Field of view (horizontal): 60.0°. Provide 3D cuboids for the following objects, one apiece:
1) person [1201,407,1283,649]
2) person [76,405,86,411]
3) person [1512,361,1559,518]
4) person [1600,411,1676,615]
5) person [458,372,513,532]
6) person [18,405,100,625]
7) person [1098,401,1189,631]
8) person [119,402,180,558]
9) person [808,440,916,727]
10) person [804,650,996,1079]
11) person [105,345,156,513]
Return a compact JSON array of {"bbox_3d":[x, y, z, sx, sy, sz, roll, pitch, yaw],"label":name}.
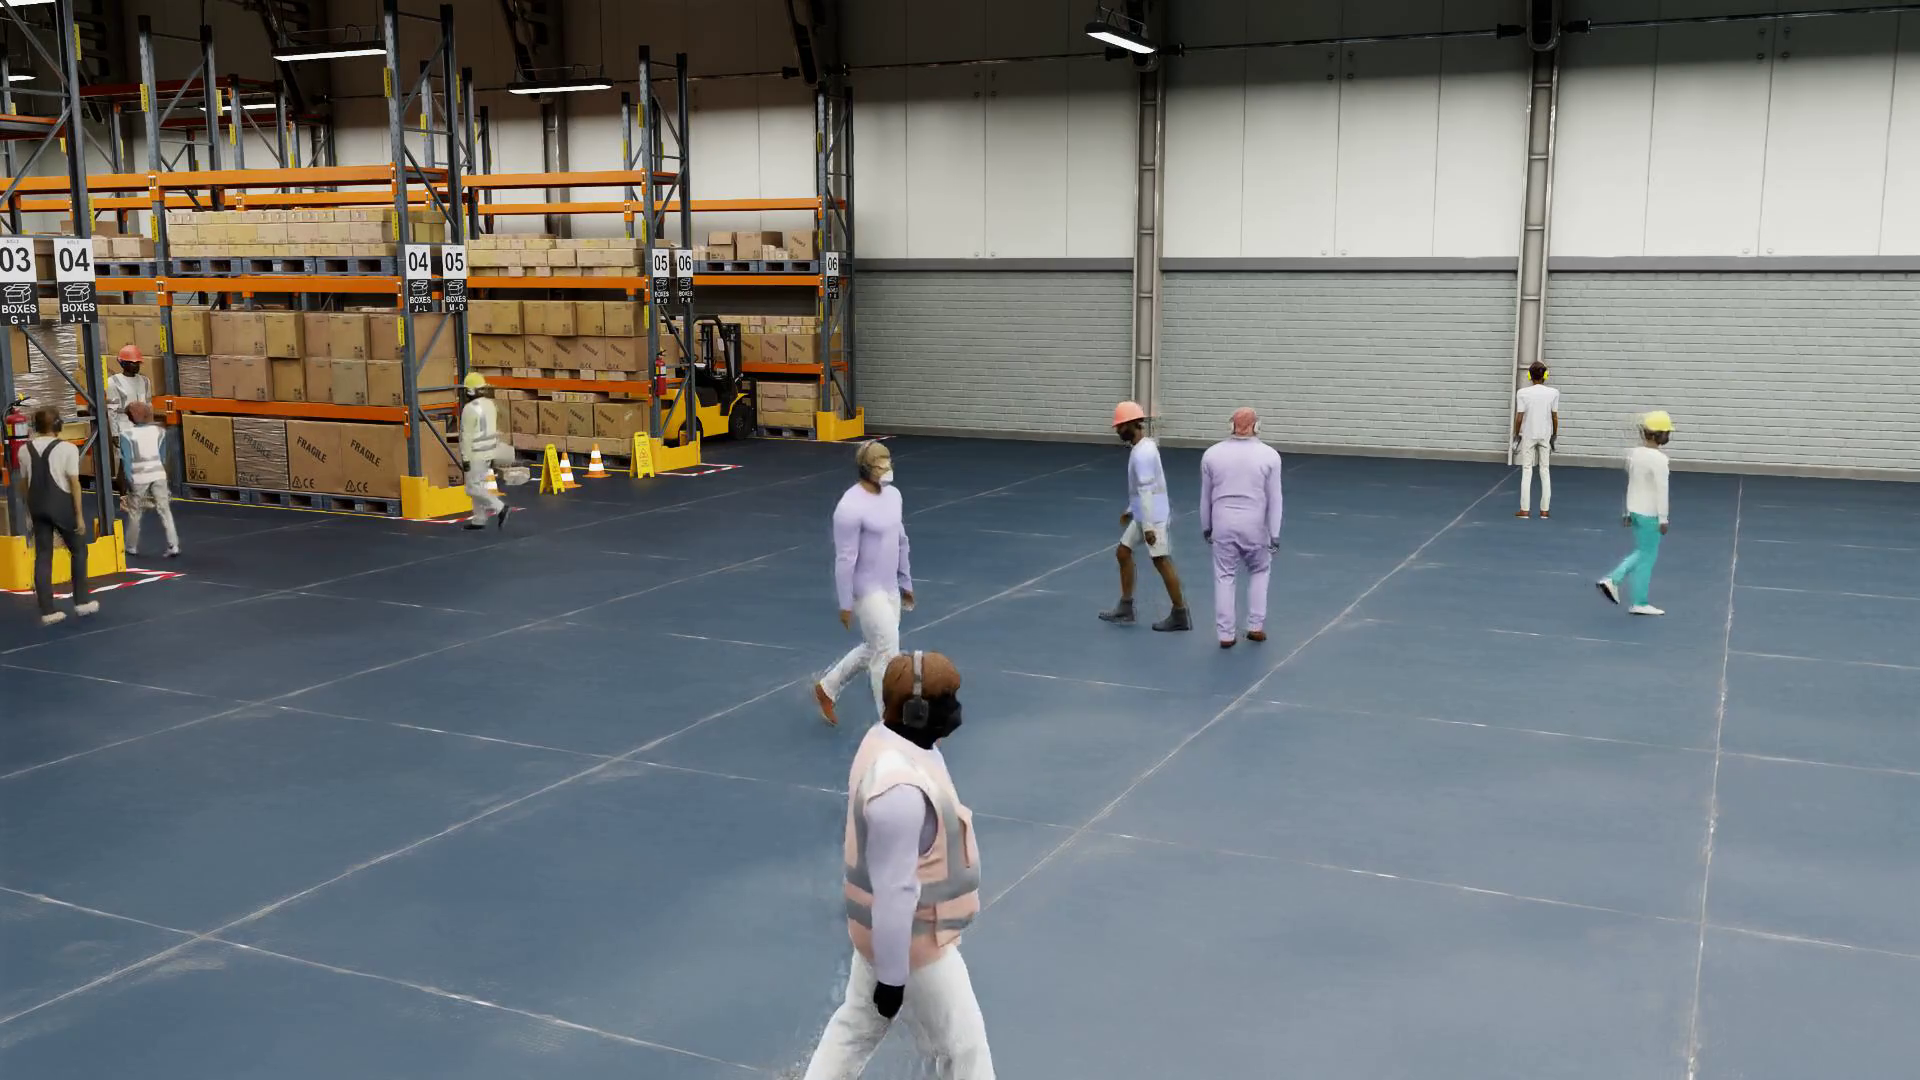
[{"bbox_3d":[2.211,-0.106,13.041,0.666,1.877,0.656,4,10,21],"label":"person"},{"bbox_3d":[-14.455,-2.404,27.006,0.619,1.925,0.566,7,12,39],"label":"person"},{"bbox_3d":[6.816,-1.181,19.699,0.517,1.865,0.327,1,9,6],"label":"person"},{"bbox_3d":[5.818,-0.223,14.148,0.443,1.757,0.523,0,9,0],"label":"person"},{"bbox_3d":[-5.305,-0.963,18.508,0.613,1.810,0.602,2,9,9],"label":"person"},{"bbox_3d":[-7.555,-0.226,13.978,0.550,1.815,0.772,0,9,0],"label":"person"},{"bbox_3d":[1.490,-0.194,13.635,0.862,1.864,0.561,1,9,6],"label":"person"},{"bbox_3d":[-8.319,-0.610,17.021,0.849,1.599,0.514,7,12,37],"label":"person"},{"bbox_3d":[-0.591,0.318,10.376,0.850,1.912,0.633,4,10,24],"label":"person"},{"bbox_3d":[-0.171,1.216,5.235,0.955,1.799,0.635,-1,9,-7],"label":"person"},{"bbox_3d":[-10.002,-1.338,20.148,0.403,2.035,0.606,4,10,25],"label":"person"}]
